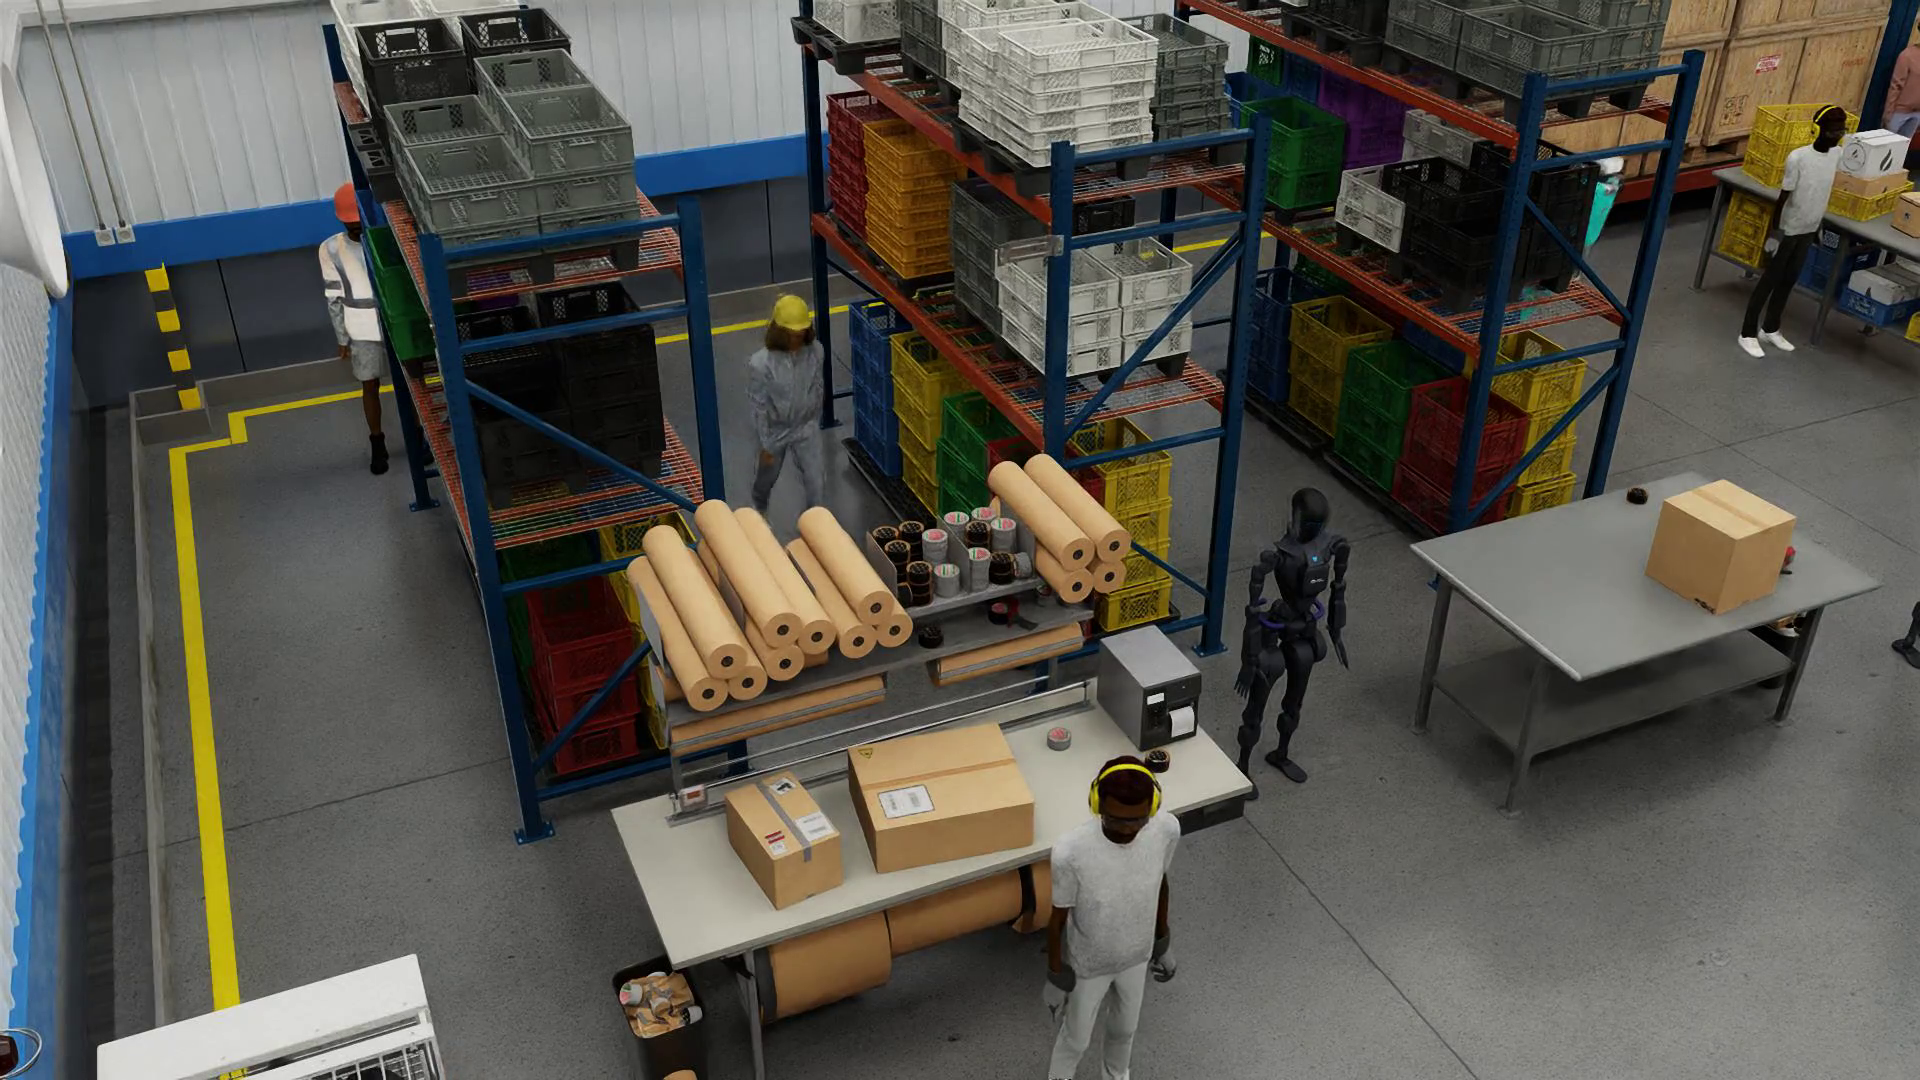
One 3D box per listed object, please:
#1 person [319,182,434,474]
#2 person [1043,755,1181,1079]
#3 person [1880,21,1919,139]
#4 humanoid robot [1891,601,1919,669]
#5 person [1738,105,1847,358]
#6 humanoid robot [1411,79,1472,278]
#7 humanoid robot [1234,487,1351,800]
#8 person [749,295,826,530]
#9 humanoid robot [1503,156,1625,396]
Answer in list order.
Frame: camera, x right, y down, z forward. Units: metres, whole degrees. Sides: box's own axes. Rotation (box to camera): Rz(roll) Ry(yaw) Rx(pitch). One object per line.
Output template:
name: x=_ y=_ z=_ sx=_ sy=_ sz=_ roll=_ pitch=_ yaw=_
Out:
person: x=-3.684 y=-1.339 z=10.554 sx=0.547 sy=1.936 sz=0.375 roll=-12 pitch=34 yaw=-19
person: x=0.547 y=1.519 z=5.982 sx=0.516 sy=1.865 sz=0.320 roll=-12 pitch=34 yaw=-19
person: x=8.372 y=-3.787 z=14.692 sx=0.527 sy=1.767 sz=0.328 roll=-12 pitch=34 yaw=-19
humanoid robot: x=5.383 y=-0.088 z=8.757 sx=0.599 sy=1.655 sz=0.315 roll=-13 pitch=34 yaw=-20
person: x=6.089 y=-2.240 z=12.081 sx=0.516 sy=1.870 sz=0.320 roll=-12 pitch=34 yaw=-19
humanoid robot: x=3.841 y=-2.941 z=13.391 sx=0.599 sy=1.655 sz=0.315 roll=-13 pitch=34 yaw=-20
humanoid robot: x=1.559 y=0.480 z=7.835 sx=0.599 sy=1.655 sz=0.315 roll=-13 pitch=34 yaw=-20
person: x=-1.033 y=-0.702 z=9.737 sx=0.488 sy=1.705 sz=0.837 roll=-16 pitch=35 yaw=-24
humanoid robot: x=4.083 y=-1.907 z=11.681 sx=0.568 sy=1.777 sz=0.807 roll=-24 pitch=39 yaw=-33
